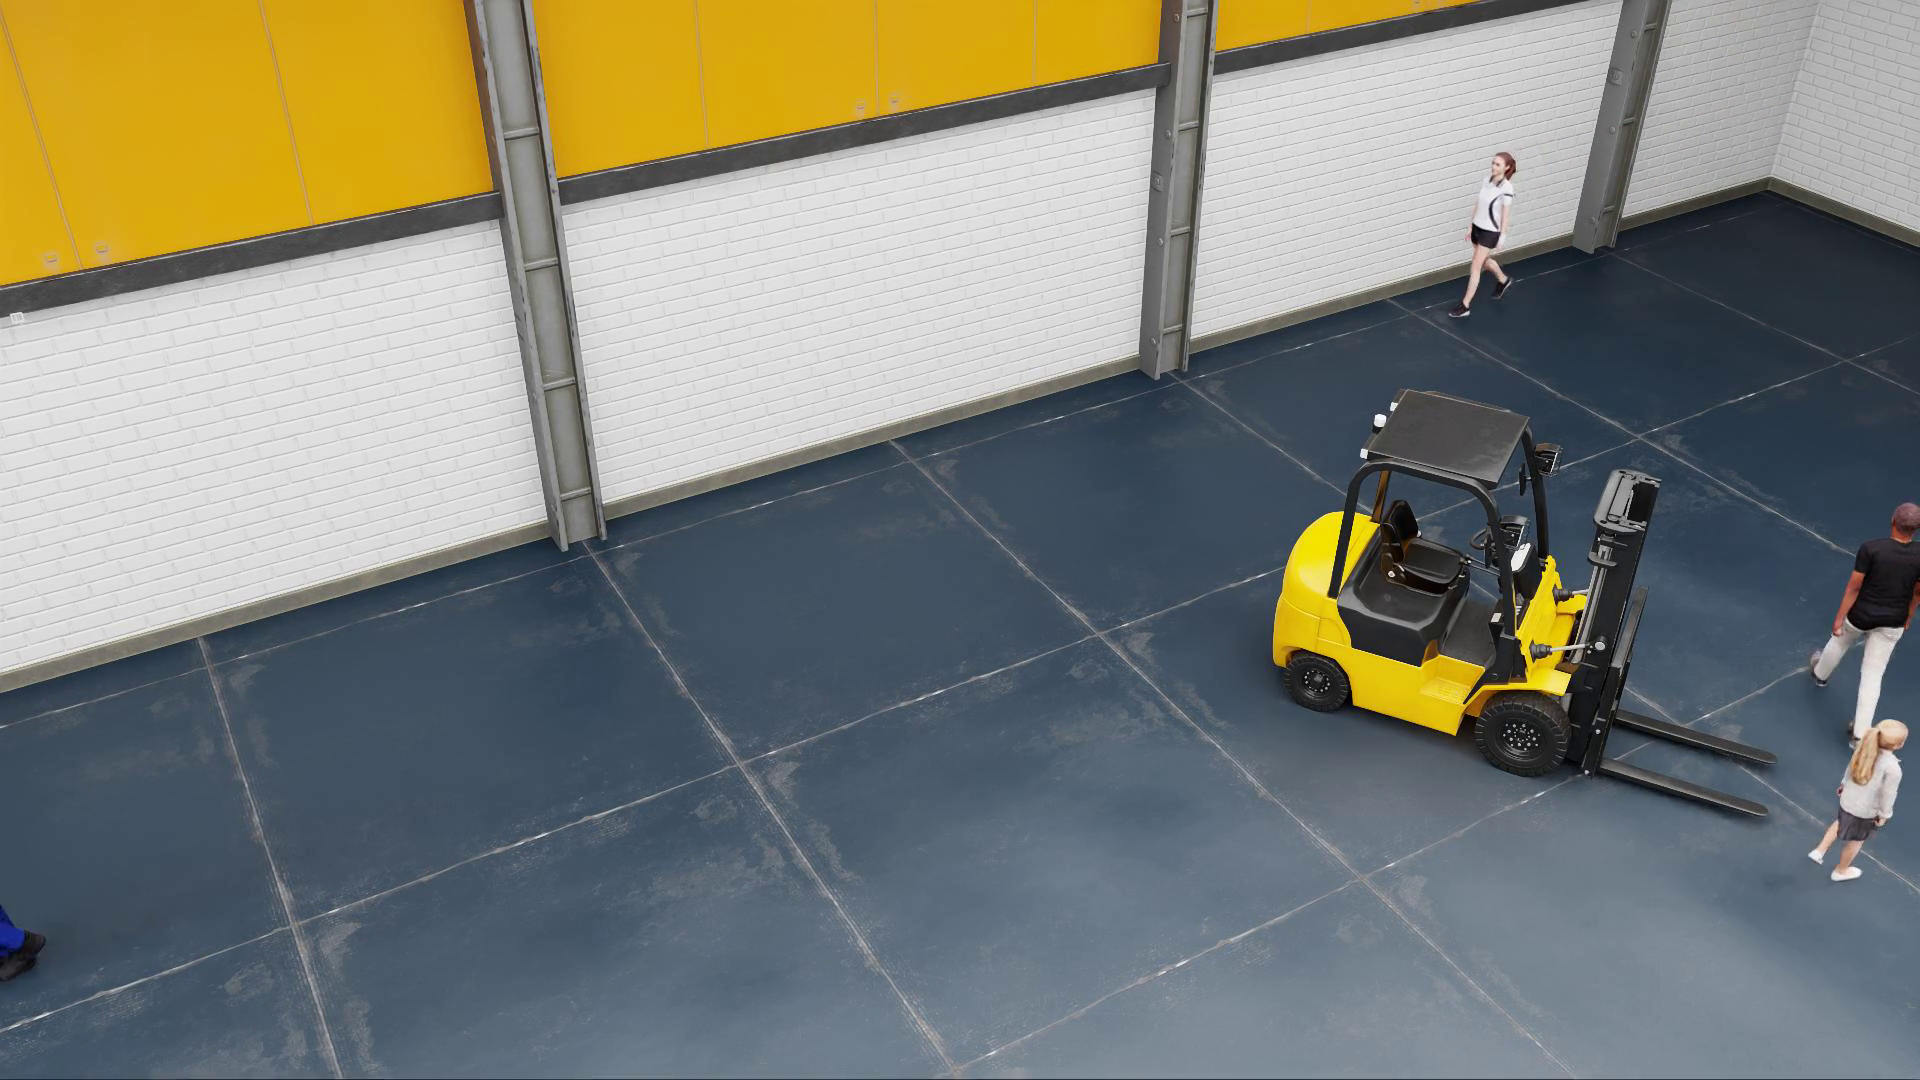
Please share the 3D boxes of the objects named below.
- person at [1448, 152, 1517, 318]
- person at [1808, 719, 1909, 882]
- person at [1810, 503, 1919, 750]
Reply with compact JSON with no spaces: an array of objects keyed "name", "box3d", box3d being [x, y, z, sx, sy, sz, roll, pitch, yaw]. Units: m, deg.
[{"name":"person","box3d":[5.474,-3.159,17.078,1.125,1.721,0.601,-15,36,-21]},{"name":"person","box3d":[5.546,1.619,10.299,0.660,1.268,0.588,-10,35,-15]},{"name":"person","box3d":[6.265,0.616,11.376,1.233,1.745,1.286,8,35,12]}]
